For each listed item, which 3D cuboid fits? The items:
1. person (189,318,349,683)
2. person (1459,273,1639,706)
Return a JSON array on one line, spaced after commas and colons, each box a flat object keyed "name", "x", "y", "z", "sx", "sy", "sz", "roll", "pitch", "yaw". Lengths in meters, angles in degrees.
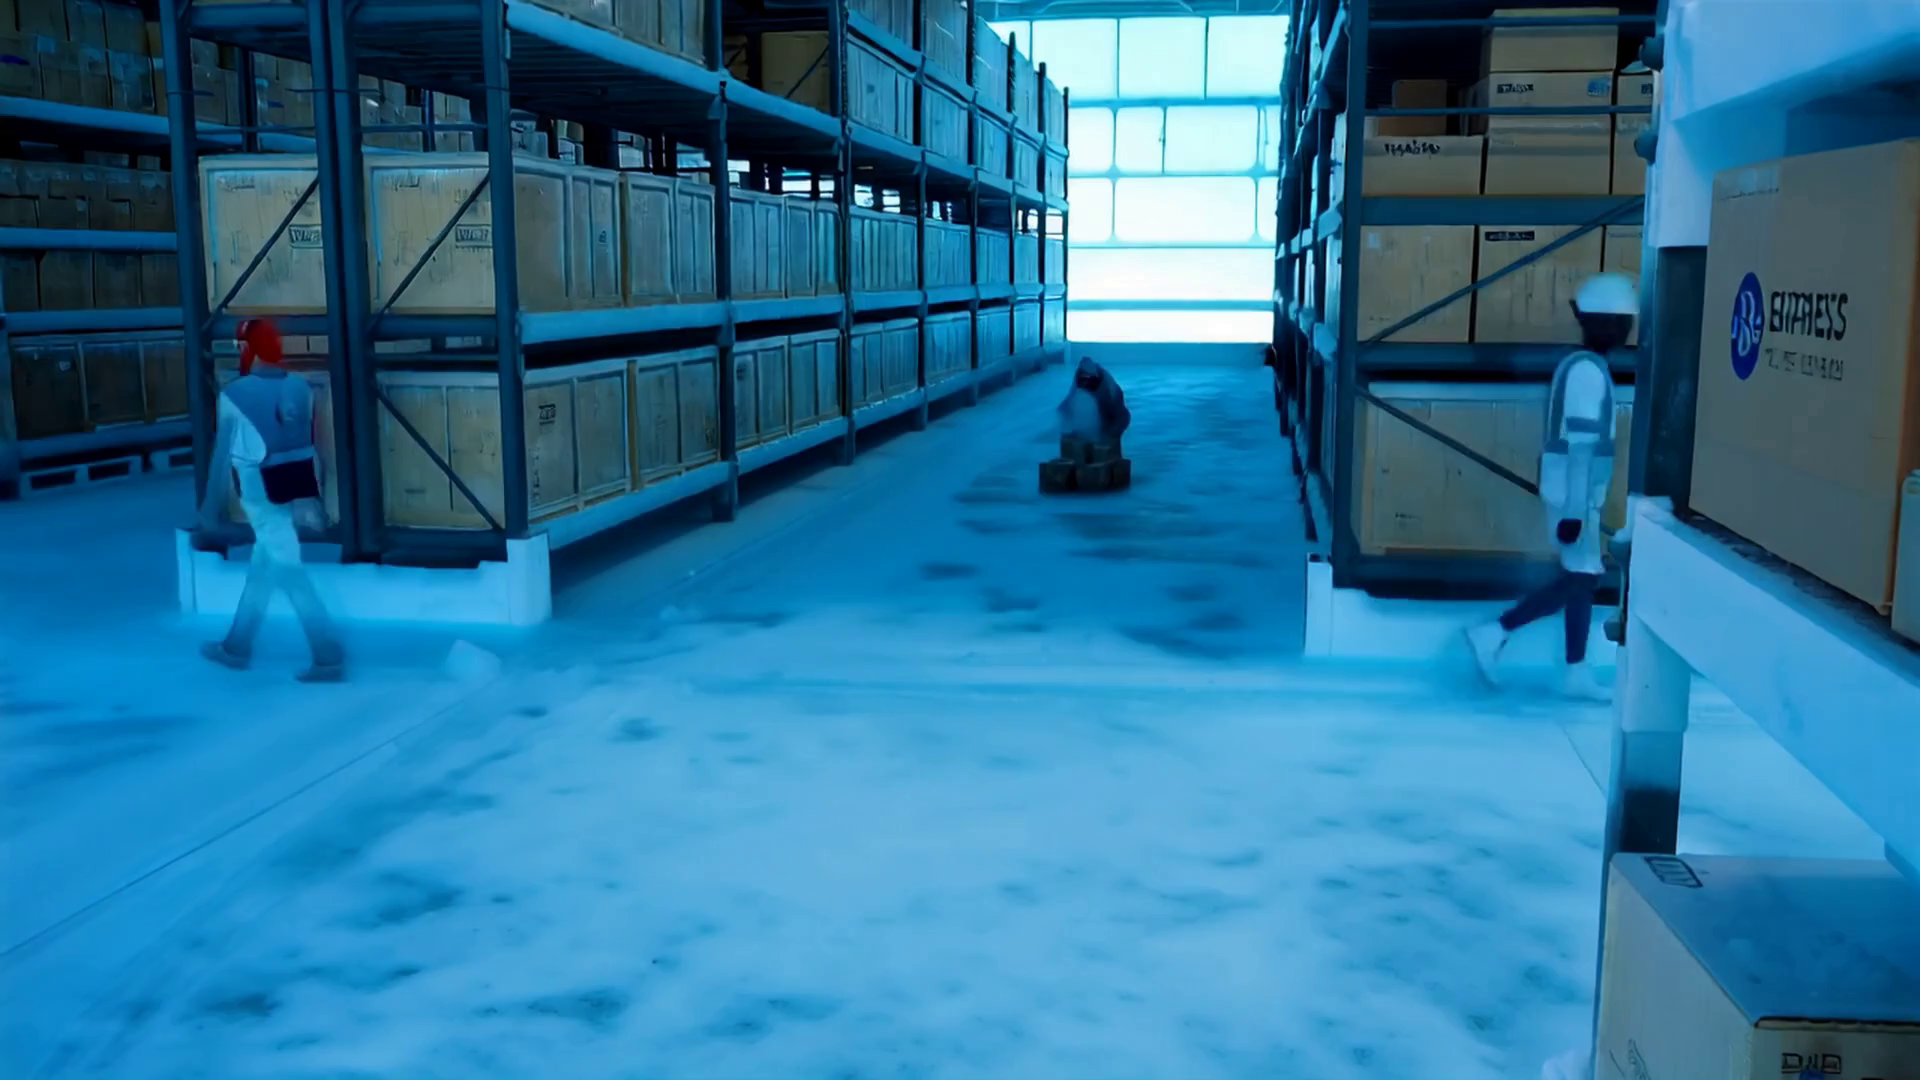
[{"name": "person", "x": -3.447, "y": -0.190, "z": 8.221, "sx": 0.959, "sy": 1.792, "sz": 0.594, "roll": 2, "pitch": 9, "yaw": 14}, {"name": "person", "x": 2.775, "y": -0.217, "z": 7.712, "sx": 0.691, "sy": 2.026, "sz": 0.615, "roll": 3, "pitch": 10, "yaw": 18}]
